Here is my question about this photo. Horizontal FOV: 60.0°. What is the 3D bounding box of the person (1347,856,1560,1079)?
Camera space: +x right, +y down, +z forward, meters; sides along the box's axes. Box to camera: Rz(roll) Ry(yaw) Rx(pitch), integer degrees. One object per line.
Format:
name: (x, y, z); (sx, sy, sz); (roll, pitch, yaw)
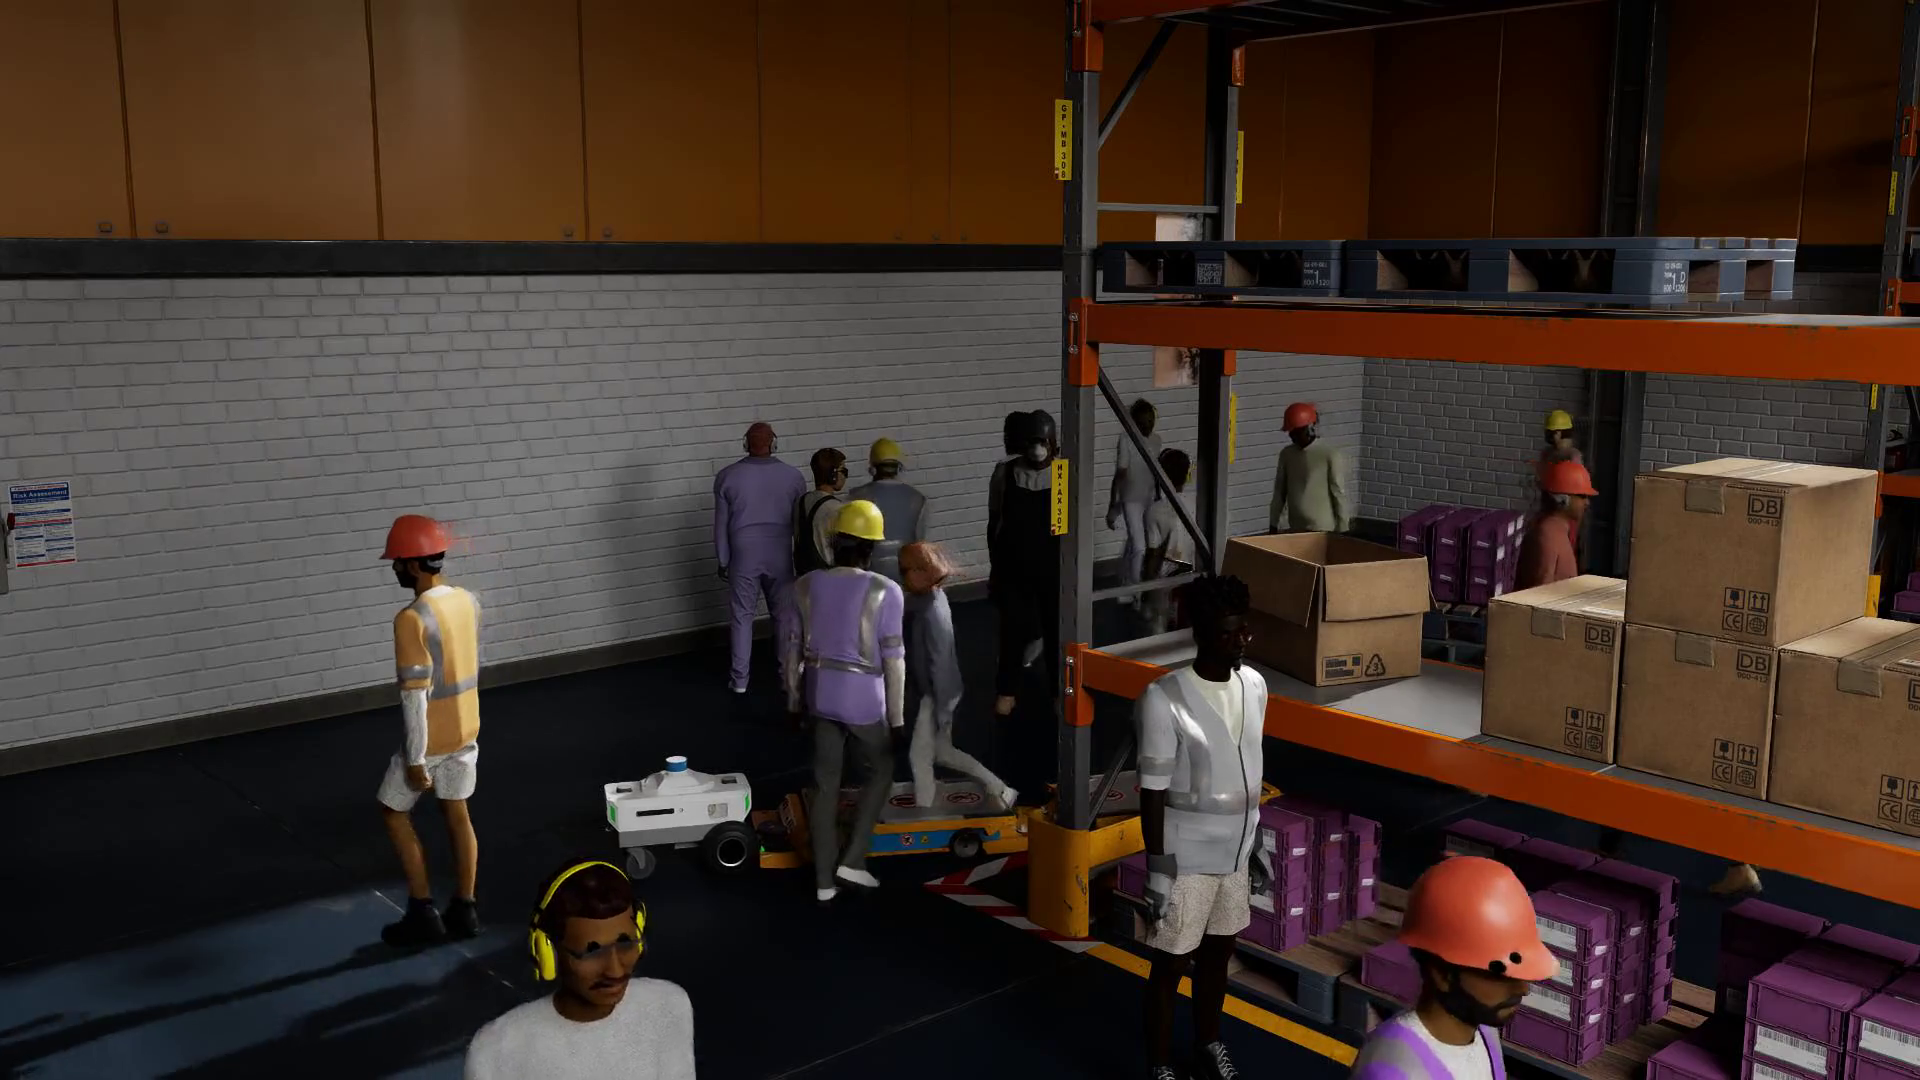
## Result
person: (0.878, 1.530, 3.375); (0.973, 1.903, 0.563); (9, 13, 42)

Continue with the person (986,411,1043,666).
person: (0.446, 0.009, 12.214); (0.451, 1.906, 0.623); (8, 12, 38)

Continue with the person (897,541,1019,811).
person: (-0.046, 0.789, 8.539); (0.626, 1.600, 0.544); (0, 10, -2)

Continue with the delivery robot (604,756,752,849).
delivery robot: (-1.402, 1.316, 8.244); (0.707, 0.478, 0.477); (-3, 10, -15)

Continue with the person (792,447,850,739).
person: (-0.846, 0.337, 10.482); (0.325, 1.842, 0.517); (-9, 13, -41)

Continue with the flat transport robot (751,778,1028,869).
flat transport robot: (-0.340, 1.446, 8.586); (1.431, 0.197, 0.652); (-2, 10, -11)

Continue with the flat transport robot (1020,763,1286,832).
flat transport robot: (1.101, 1.403, 8.839); (1.431, 0.197, 0.652); (-4, 10, -21)

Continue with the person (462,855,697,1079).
person: (-0.698, 1.545, 3.377); (0.562, 1.849, 0.611); (-9, 13, -42)

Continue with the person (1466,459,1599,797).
person: (3.168, 0.518, 9.123); (0.996, 1.958, 0.626); (4, 10, 20)

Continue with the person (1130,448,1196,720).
person: (1.390, 0.347, 10.463); (0.553, 1.839, 0.828); (-4, 11, -24)

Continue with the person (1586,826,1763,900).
person: (3.379, 0.879, 7.862); (0.907, 1.653, 0.530); (8, 13, 39)

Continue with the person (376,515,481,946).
person: (-2.371, 0.836, 7.332); (0.511, 1.919, 0.556); (4, 10, 20)

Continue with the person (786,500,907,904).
person: (-0.526, 0.764, 7.816); (0.653, 1.901, 0.477); (4, 11, 23)

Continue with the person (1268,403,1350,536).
person: (2.751, -0.132, 13.074); (1.122, 1.914, 0.643); (-6, 12, -33)

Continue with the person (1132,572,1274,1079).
person: (0.859, 1.075, 5.797); (0.602, 1.967, 0.366); (-8, 12, -39)

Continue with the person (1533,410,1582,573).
person: (4.941, -0.218, 13.991); (0.685, 1.739, 0.553); (-3, 10, -17)

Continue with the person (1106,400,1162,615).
person: (1.536, -0.287, 14.195); (0.619, 1.827, 0.633); (-9, 13, -44)

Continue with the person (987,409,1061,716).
person: (0.503, 0.158, 10.956); (0.678, 2.000, 0.537); (1, 10, 7)

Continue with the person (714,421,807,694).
person: (-1.377, 0.123, 11.613); (0.662, 1.895, 0.404); (-2, 10, -10)

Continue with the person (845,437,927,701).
person: (-0.501, 0.218, 11.311); (0.613, 1.806, 0.730); (-5, 11, -25)
